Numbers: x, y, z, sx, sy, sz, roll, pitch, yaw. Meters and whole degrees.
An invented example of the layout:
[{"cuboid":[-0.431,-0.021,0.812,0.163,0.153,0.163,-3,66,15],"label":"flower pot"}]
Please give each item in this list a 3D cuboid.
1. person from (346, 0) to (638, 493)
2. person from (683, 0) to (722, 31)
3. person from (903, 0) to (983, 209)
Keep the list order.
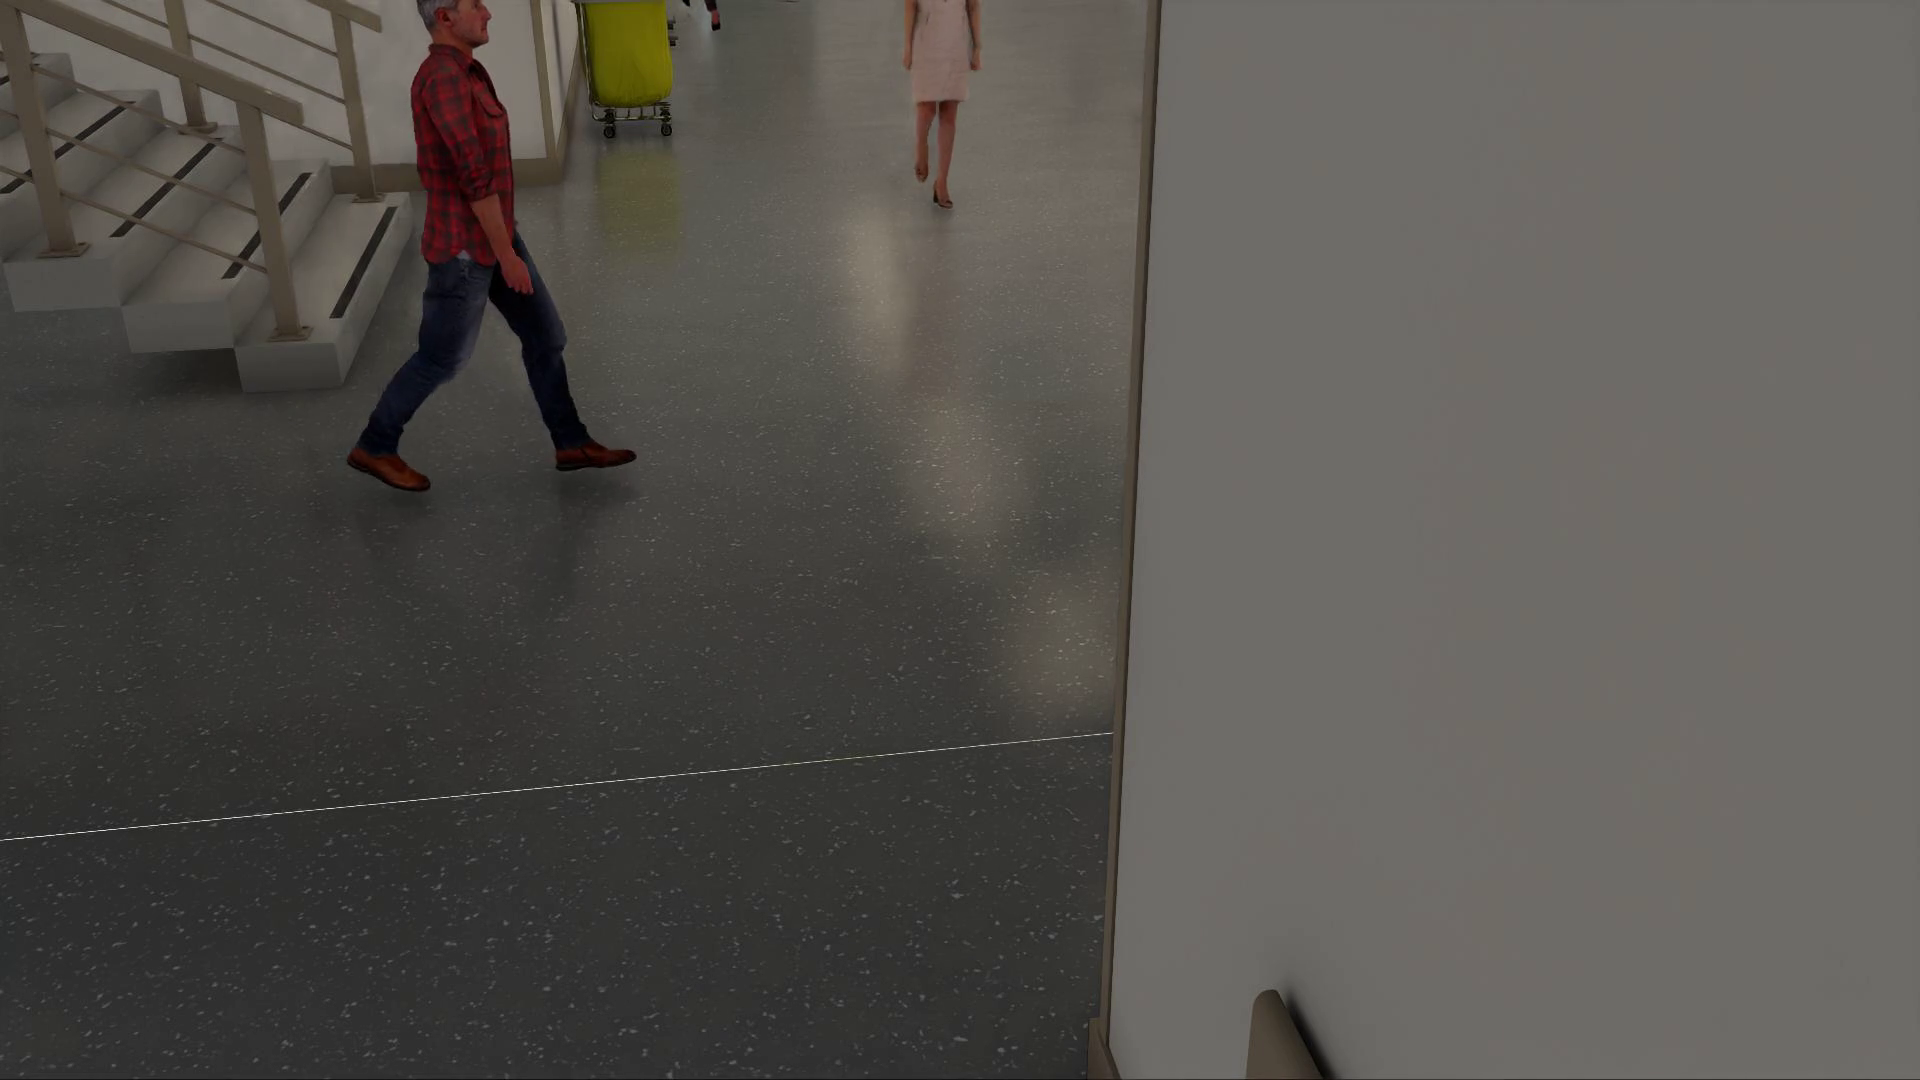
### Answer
[{"cuboid":[-1.759,-0.983,5.672,1.233,1.787,0.721,-3,26,-6],"label":"person"},{"cuboid":[-2.431,-5.575,15.362,0.974,1.642,0.896,-15,29,-28],"label":"person"},{"cuboid":[-0.145,-2.784,9.478,0.706,1.726,0.723,-8,27,-17],"label":"person"}]
